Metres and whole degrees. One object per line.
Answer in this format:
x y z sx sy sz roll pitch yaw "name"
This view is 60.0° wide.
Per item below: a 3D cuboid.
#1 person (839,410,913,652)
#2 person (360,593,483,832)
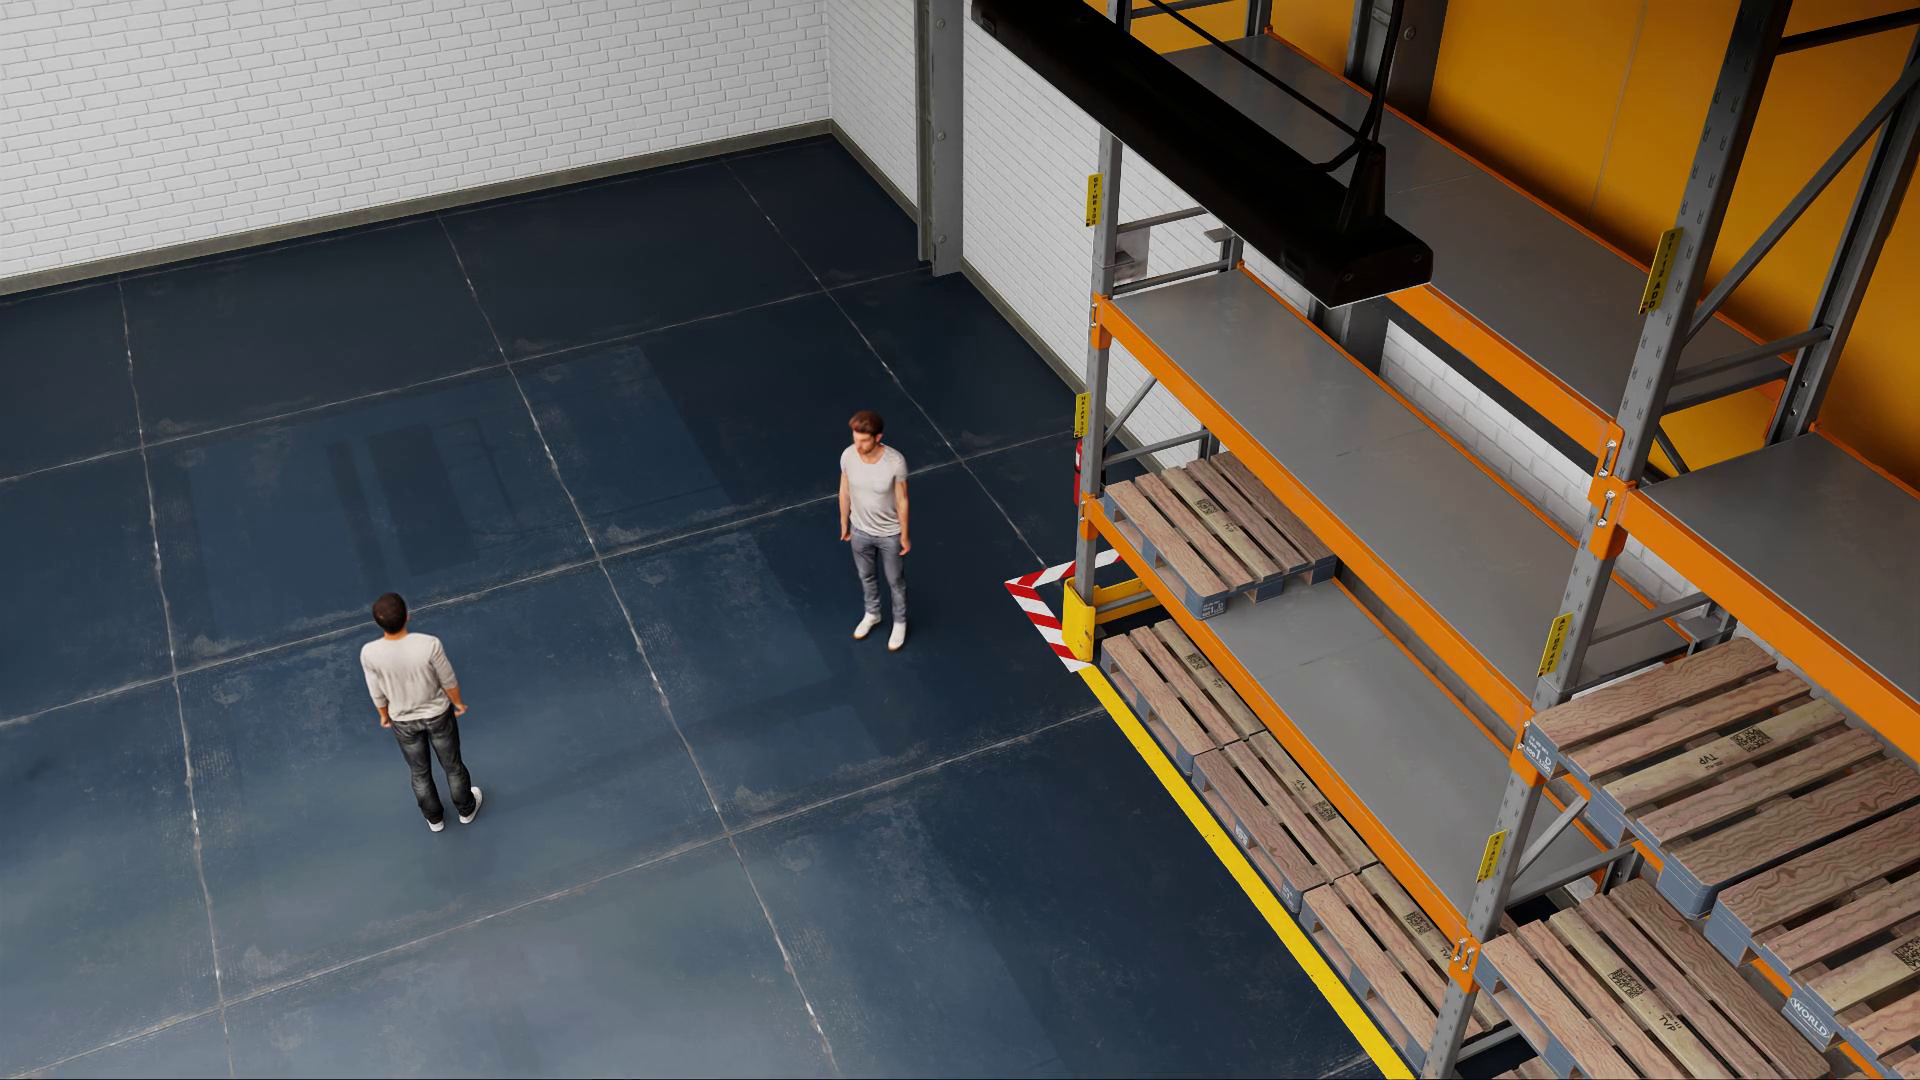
-0.555 -0.098 11.277 0.756 1.886 0.810 12 40 14 "person"
-3.215 1.033 9.920 0.701 1.811 0.619 -8 39 -10 "person"
